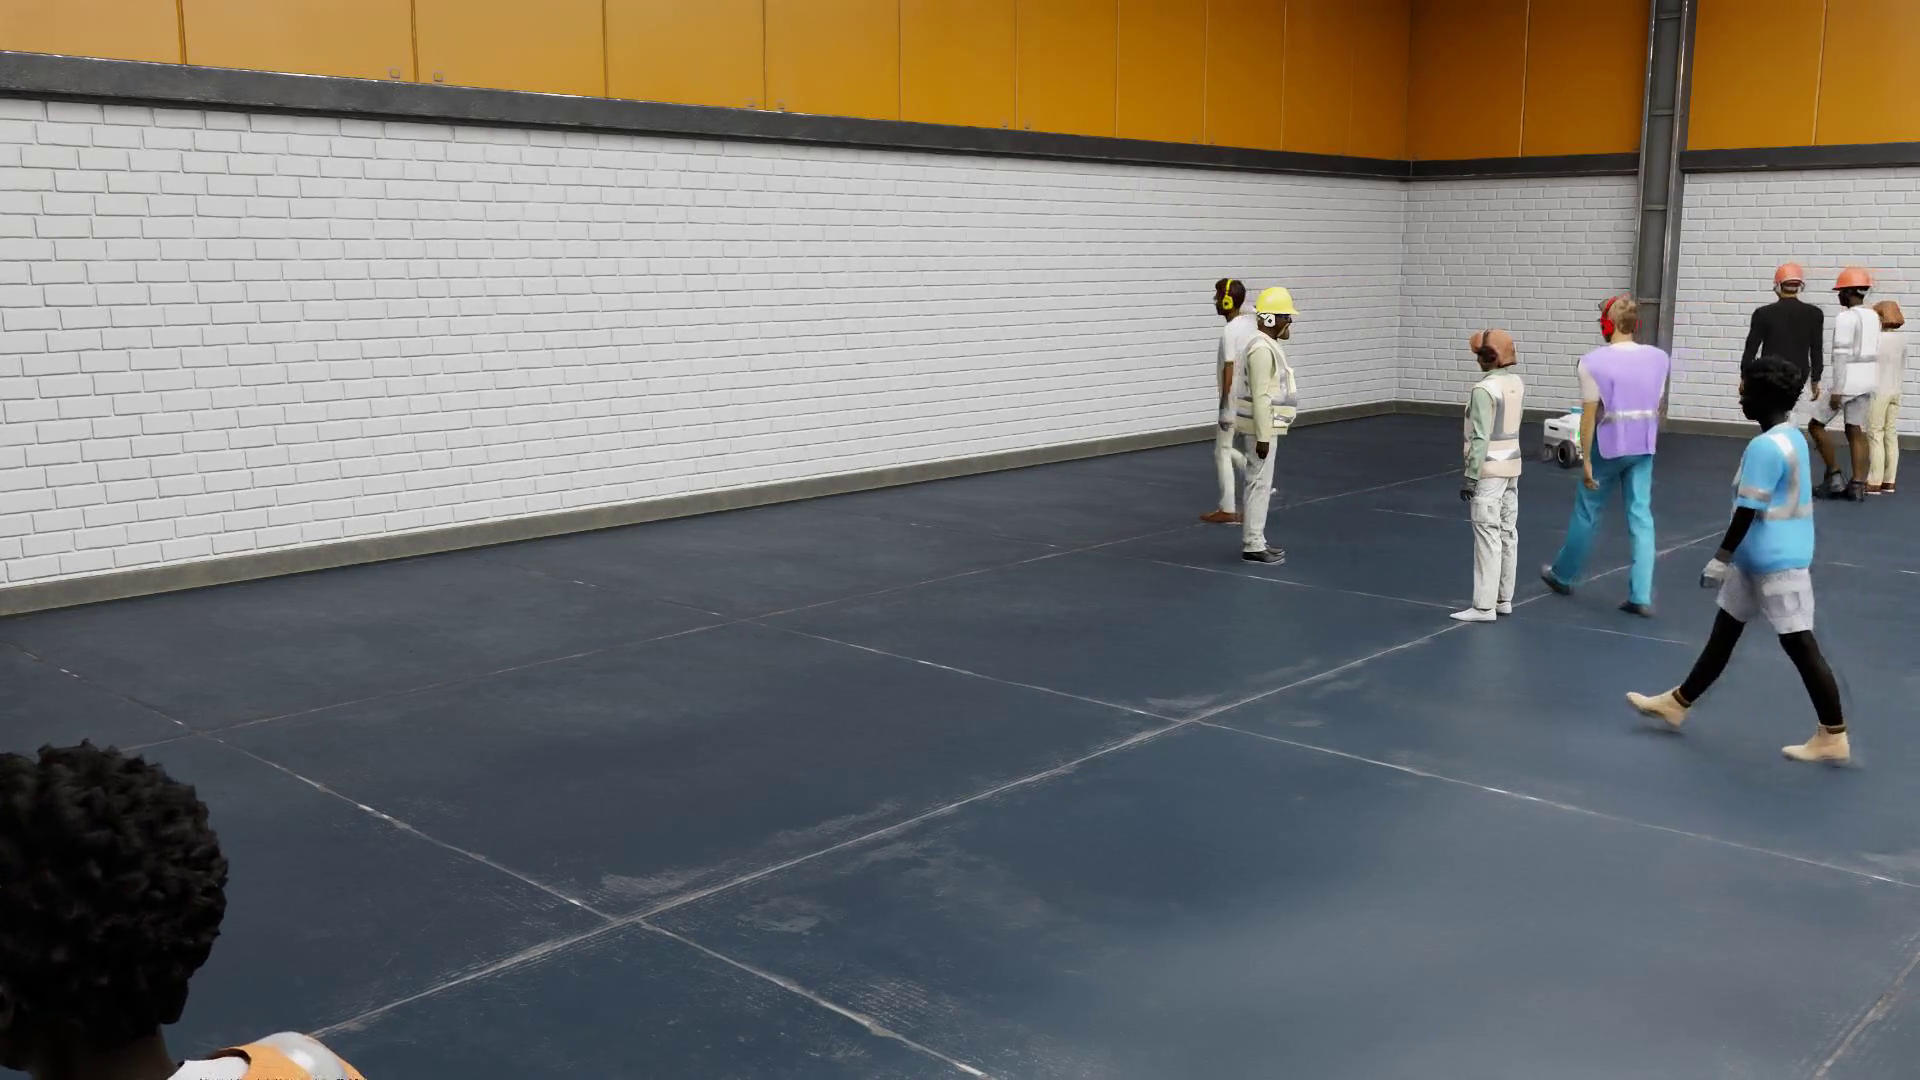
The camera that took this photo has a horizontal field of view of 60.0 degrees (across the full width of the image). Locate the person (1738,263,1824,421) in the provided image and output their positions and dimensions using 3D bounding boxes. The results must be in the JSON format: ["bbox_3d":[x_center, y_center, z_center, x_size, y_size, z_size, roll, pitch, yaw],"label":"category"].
[{"bbox_3d":[7.205,-1.445,14.594,0.633,1.947,1.016,0,10,2],"label":"person"}]

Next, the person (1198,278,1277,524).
[{"bbox_3d":[2.091,-1.031,12.490,0.480,1.854,0.544,5,11,28],"label":"person"}]

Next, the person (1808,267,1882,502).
[{"bbox_3d":[7.258,-1.269,13.642,0.585,1.915,0.524,-6,12,-32],"label":"person"}]

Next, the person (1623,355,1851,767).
[{"bbox_3d":[3.247,0.072,6.802,0.915,1.632,0.536,6,12,32],"label":"person"}]

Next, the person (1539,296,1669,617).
[{"bbox_3d":[3.771,-0.501,9.639,0.570,1.795,0.948,-1,10,-7],"label":"person"}]

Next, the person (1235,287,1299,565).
[{"bbox_3d":[2.018,-0.748,10.960,0.403,1.827,0.589,2,10,11],"label":"person"}]

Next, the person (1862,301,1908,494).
[{"bbox_3d":[7.803,-1.204,14.092,0.507,1.631,0.266,-6,12,-31],"label":"person"}]

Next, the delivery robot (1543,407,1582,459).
[{"bbox_3d":[5.885,-1.028,15.892,0.477,0.478,0.707,-1,10,-8],"label":"delivery robot"}]

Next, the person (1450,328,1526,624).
[{"bbox_3d":[2.953,-0.354,9.241,0.310,1.640,0.514,9,13,41],"label":"person"}]

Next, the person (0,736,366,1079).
[{"bbox_3d":[-0.664,0.997,1.410,0.321,1.690,0.529,3,10,15],"label":"person"}]
